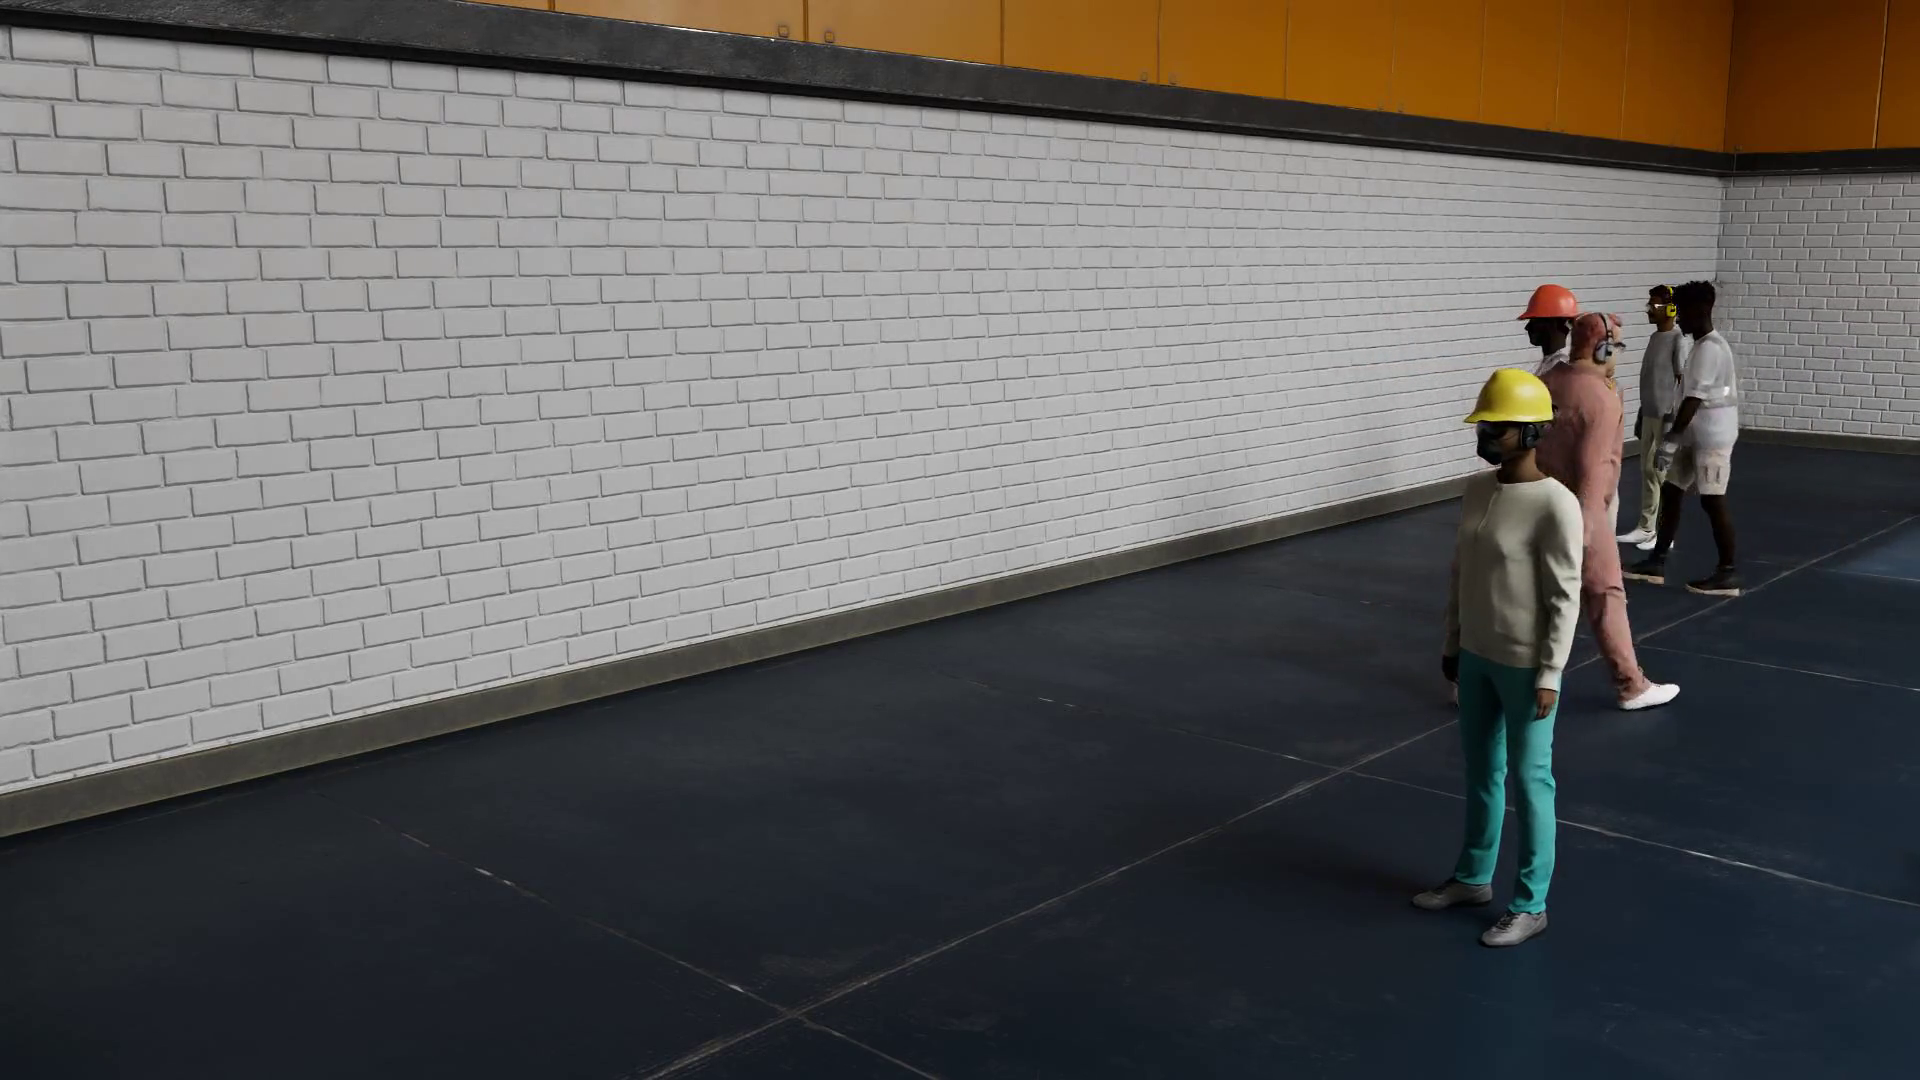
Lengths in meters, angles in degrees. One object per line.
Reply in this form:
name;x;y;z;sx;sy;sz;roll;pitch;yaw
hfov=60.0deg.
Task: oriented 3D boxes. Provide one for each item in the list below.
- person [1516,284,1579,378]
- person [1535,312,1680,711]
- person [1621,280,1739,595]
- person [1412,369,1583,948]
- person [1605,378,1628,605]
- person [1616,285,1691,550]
person;3.066;-0.362;8.736;0.359;1.938;0.547;4;11;19
person;2.777;-0.108;7.567;1.027;1.847;0.638;-3;10;-16
person;4.460;-0.626;10.265;0.841;1.920;0.610;4;11;20
person;1.664;0.360;5.110;0.321;1.769;0.523;-4;11;-19
person;3.793;-0.454;10.180;0.521;1.607;0.780;-2;10;-12
person;4.937;-0.865;11.795;0.329;1.872;0.507;-1;10;-5
